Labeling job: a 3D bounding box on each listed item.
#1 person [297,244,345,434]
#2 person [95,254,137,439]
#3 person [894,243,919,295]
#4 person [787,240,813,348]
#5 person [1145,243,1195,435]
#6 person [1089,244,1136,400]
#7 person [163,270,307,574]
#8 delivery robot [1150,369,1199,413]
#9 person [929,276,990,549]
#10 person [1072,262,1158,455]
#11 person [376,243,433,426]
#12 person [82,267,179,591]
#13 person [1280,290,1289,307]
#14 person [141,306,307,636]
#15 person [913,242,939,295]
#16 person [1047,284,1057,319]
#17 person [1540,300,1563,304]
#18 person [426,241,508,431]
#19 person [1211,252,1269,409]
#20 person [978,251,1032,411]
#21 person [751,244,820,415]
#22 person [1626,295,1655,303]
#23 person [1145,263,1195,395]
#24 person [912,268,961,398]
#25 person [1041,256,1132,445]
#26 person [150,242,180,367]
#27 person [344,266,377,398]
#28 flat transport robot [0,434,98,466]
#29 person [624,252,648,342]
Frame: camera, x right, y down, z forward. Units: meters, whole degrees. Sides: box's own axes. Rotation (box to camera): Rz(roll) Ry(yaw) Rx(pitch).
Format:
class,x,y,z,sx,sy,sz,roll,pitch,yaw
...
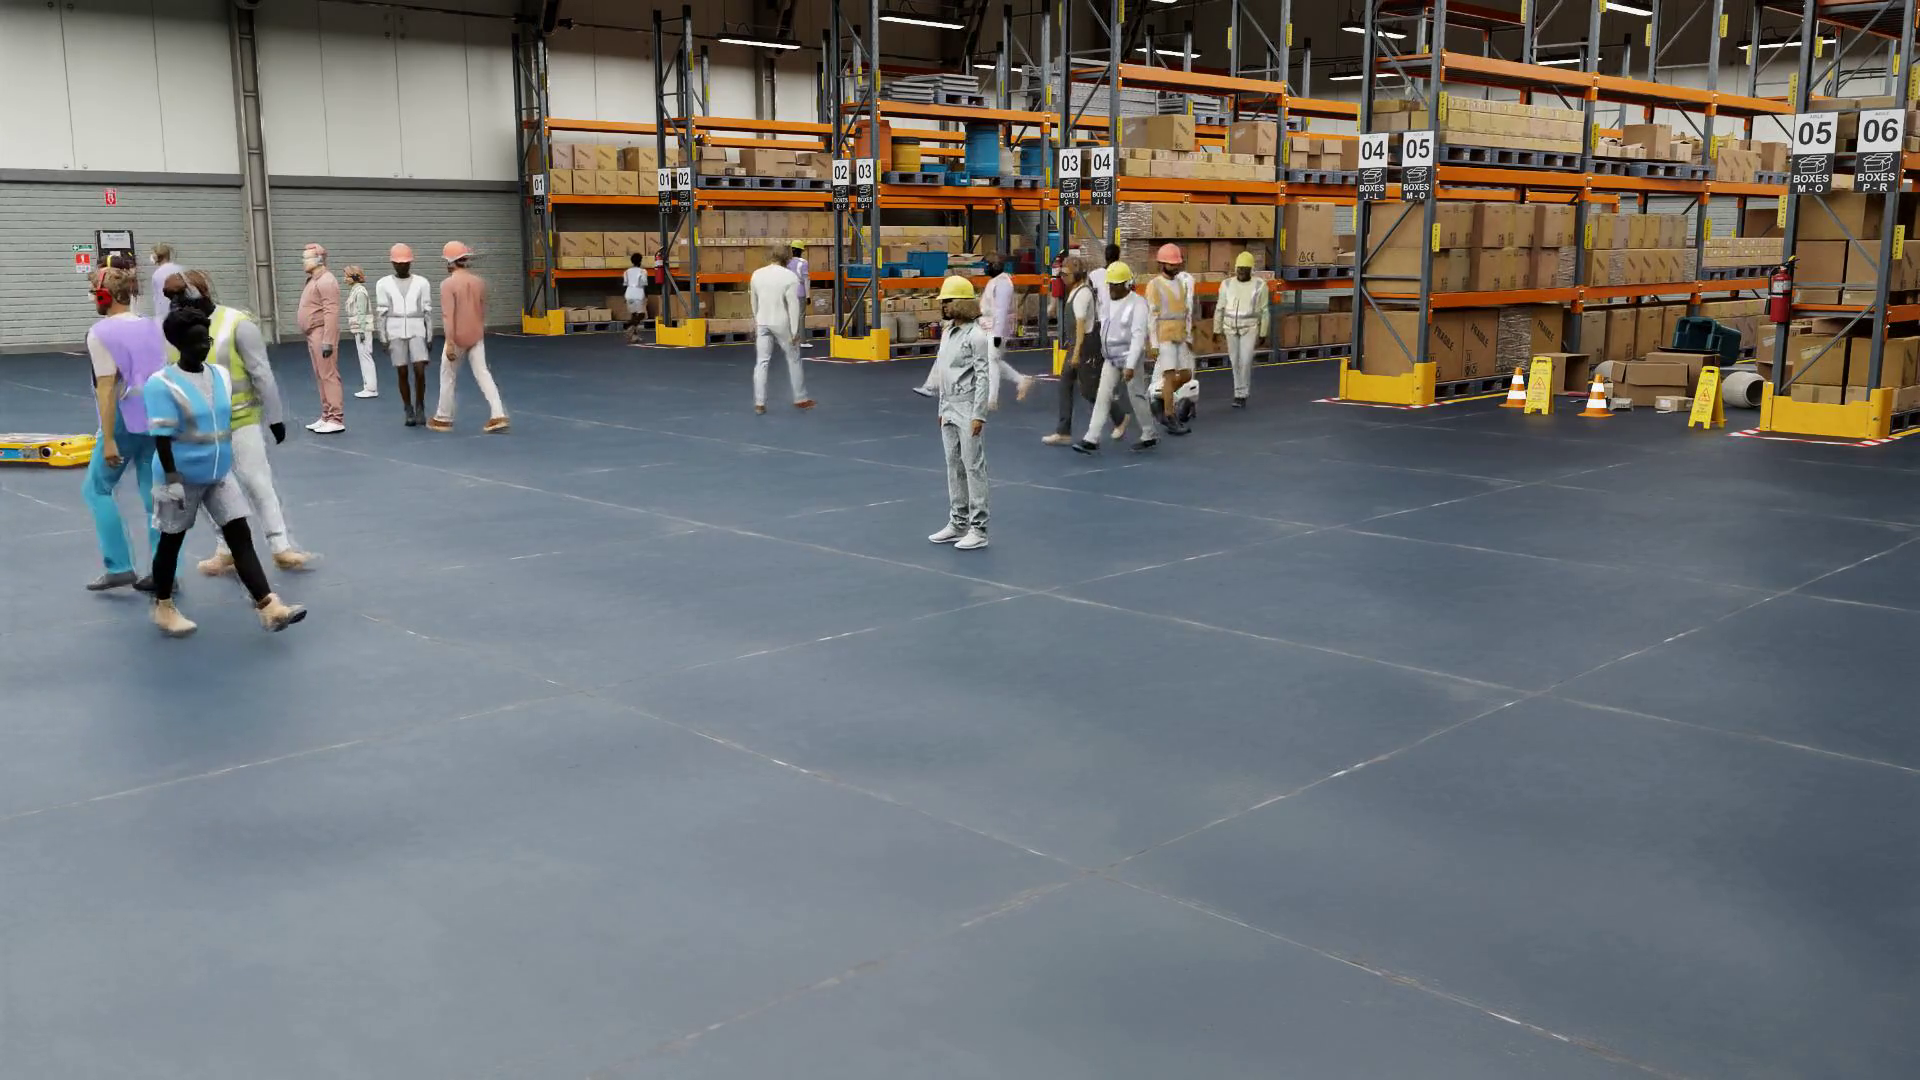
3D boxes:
class,x,y,z,sx,sy,sz,roll,pitch,yaw
person,-6.538,-2.052,16.985,0.408,1.905,0.654,-6,12,-31
person,-7.861,-1.781,15.734,0.956,1.832,0.541,-3,11,-18
person,-1.164,-5.798,37.654,0.631,1.811,0.549,9,14,40
person,-2.911,-4.388,29.691,0.585,1.917,0.380,5,12,27
person,2.146,-2.049,16.922,0.582,1.919,0.620,-8,13,-38
person,1.855,-2.697,20.554,0.633,1.880,0.882,-1,10,-4
person,-4.327,-0.688,9.848,0.764,1.803,0.461,2,11,10
delivery robot,2.363,-1.640,18.284,0.477,0.478,0.707,6,12,28
person,-0.005,-0.821,10.718,0.315,1.742,0.492,-6,12,-31
person,1.470,-1.654,15.208,0.933,1.762,0.633,-7,13,-34
person,-5.810,-2.136,17.421,0.559,1.907,0.725,-4,11,-19
person,-4.725,-0.613,9.353,0.649,1.817,0.580,2,11,12
person,7.416,-6.018,38.611,0.436,1.913,0.594,-4,11,-19
person,-3.716,-0.315,8.195,0.900,1.644,0.544,5,11,23
person,-0.687,-5.596,36.510,0.830,1.840,0.515,-9,14,-42
person,2.103,-5.446,36.273,0.502,1.612,0.682,8,13,37
person,10.468,-4.347,29.636,0.394,1.858,0.503,-8,13,-38
person,-5.065,-2.076,17.022,1.004,1.949,0.634,6,12,28
person,3.234,-2.432,19.334,0.601,1.797,0.783,6,12,28
person,0.491,-2.409,19.186,0.636,1.822,0.630,-1,10,-6
person,-2.035,-2.384,18.845,0.695,1.908,0.704,4,11,21
person,12.268,-4.415,29.939,0.355,1.882,0.575,-9,13,-39
person,2.527,-2.544,19.837,0.607,1.837,0.949,10,14,43
person,-0.128,-2.506,20.310,0.855,1.595,0.516,-5,11,-23
person,1.221,-1.817,15.969,0.798,1.814,0.532,-2,11,-10
person,-10.075,-2.854,21.317,0.737,1.924,0.638,-1,10,-4
person,-7.427,-2.578,20.615,0.320,1.628,0.510,-5,12,-26
flat transport robot,-8.355,-0.815,14.820,1.431,0.197,0.652,1,11,8
person,-6.124,-4.540,31.147,0.546,1.682,0.539,5,12,27
